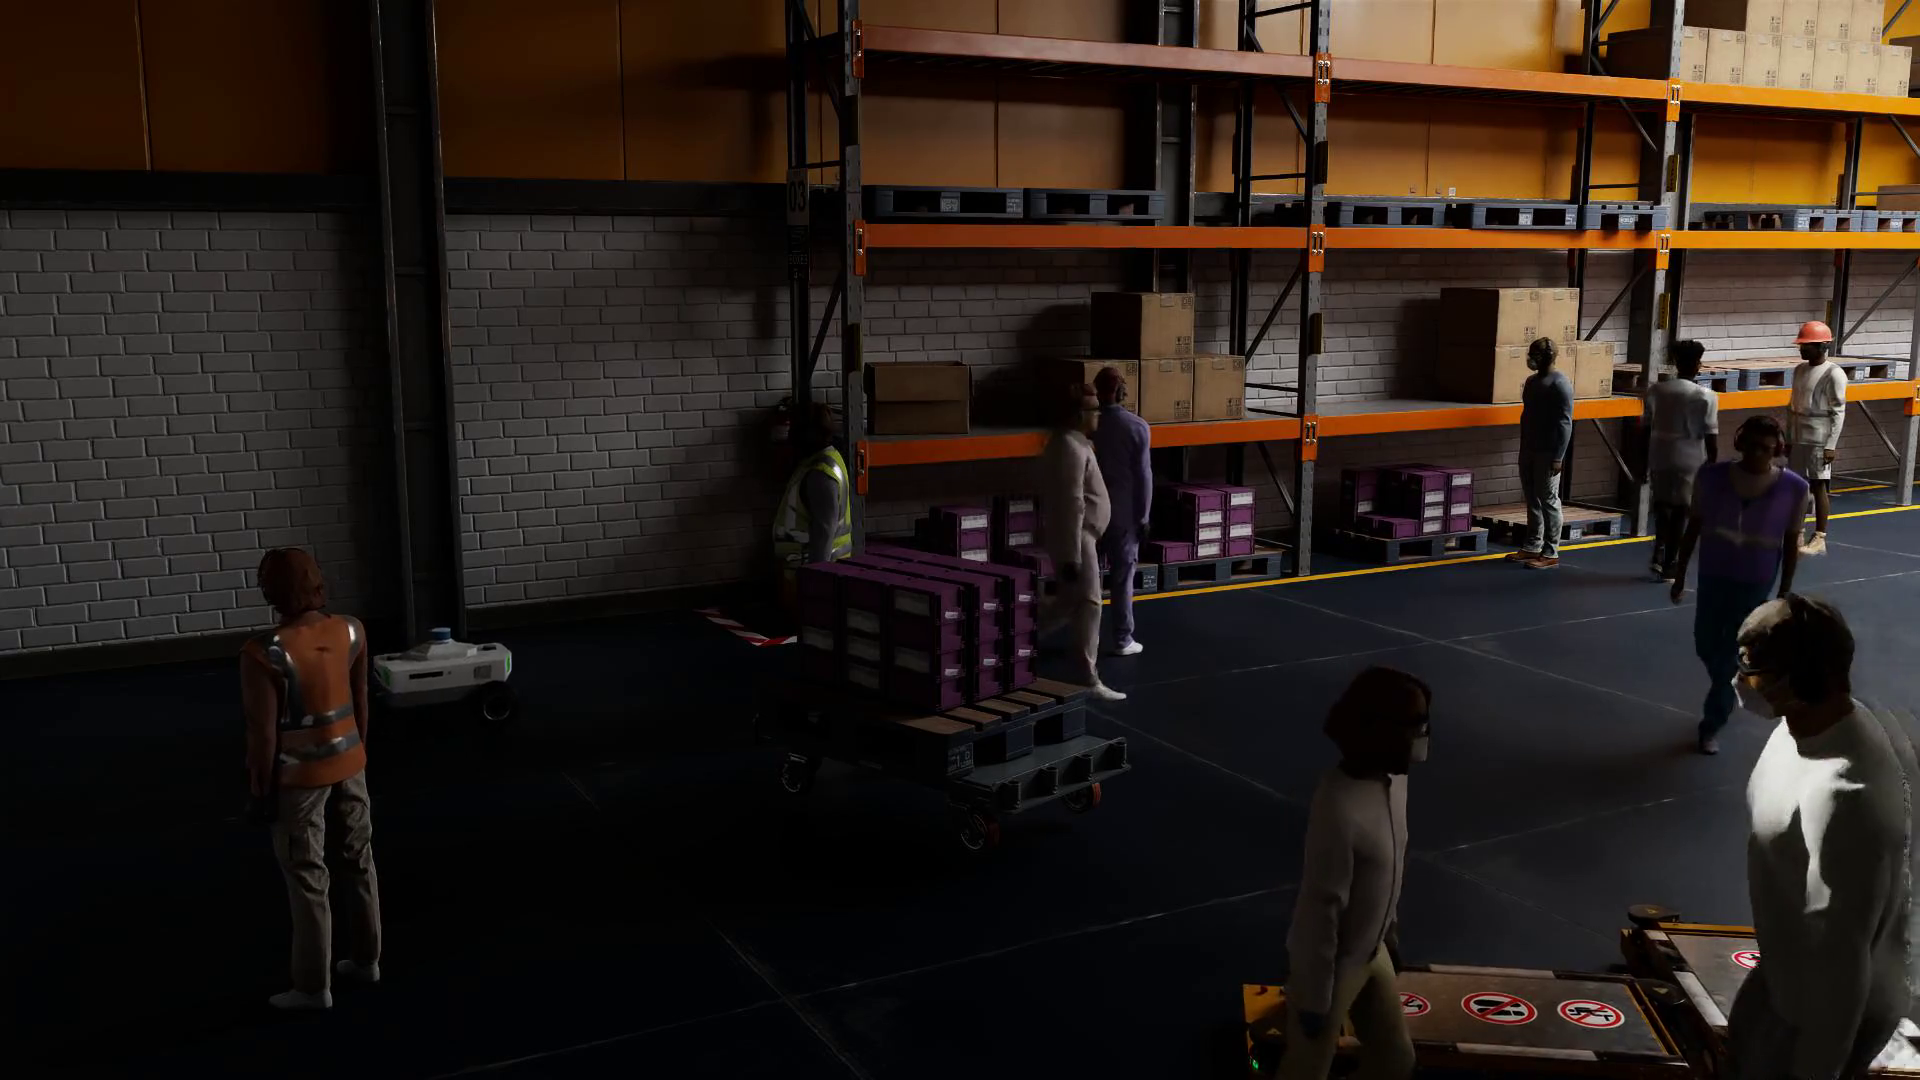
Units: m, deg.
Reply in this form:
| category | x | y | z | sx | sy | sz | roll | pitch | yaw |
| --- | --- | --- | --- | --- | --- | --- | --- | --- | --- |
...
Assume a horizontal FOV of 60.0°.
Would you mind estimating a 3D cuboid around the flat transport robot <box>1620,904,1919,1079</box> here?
| category | x | y | z | sx | sy | sz | roll | pitch | yaw |
| --- | --- | --- | --- | --- | --- | --- | --- | --- | --- |
| flat transport robot | 2.707 | 1.570 | 5.492 | 0.652 | 0.197 | 1.431 | 1 | 10 | 7 |

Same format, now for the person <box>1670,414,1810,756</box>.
| category | x | y | z | sx | sy | sz | roll | pitch | yaw |
| --- | --- | --- | --- | --- | --- | --- | --- | --- | --- |
| person | 4.165 | 0.206 | 8.905 | 0.627 | 1.808 | 0.719 | 6 | 12 | 31 |

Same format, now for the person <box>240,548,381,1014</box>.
| category | x | y | z | sx | sy | sz | roll | pitch | yaw |
| --- | --- | --- | --- | --- | --- | --- | --- | --- | --- |
| person | -2.260 | 0.834 | 5.802 | 0.313 | 1.637 | 0.513 | 5 | 11 | 28 |

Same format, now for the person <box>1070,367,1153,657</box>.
| category | x | y | z | sx | sy | sz | roll | pitch | yaw |
| --- | --- | --- | --- | --- | --- | --- | --- | --- | --- |
| person | 0.973 | -0.183 | 10.918 | 0.632 | 1.899 | 0.401 | 5 | 11 | 28 |

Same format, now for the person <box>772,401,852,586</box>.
| category | x | y | z | sx | sy | sz | roll | pitch | yaw |
| --- | --- | --- | --- | --- | --- | --- | --- | --- | --- |
| person | -0.803 | 0.164 | 9.066 | 0.429 | 1.847 | 0.627 | -1 | 10 | -6 |

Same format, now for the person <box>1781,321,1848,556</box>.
| category | x | y | z | sx | sy | sz | roll | pitch | yaw |
| --- | --- | --- | --- | --- | --- | --- | --- | --- | --- |
| person | 7.398 | -0.880 | 14.503 | 0.396 | 2.042 | 0.611 | -2 | 10 | -10 |

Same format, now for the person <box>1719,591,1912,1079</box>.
| category | x | y | z | sx | sy | sz | roll | pitch | yaw |
| --- | --- | --- | --- | --- | --- | --- | --- | --- | --- |
| person | 2.010 | 1.054 | 3.746 | 0.643 | 1.906 | 0.690 | 4 | 10 | 20 |

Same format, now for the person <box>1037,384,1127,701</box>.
| category | x | y | z | sx | sy | sz | roll | pitch | yaw |
| --- | --- | --- | --- | --- | --- | --- | --- | --- | --- |
| person | 0.593 | 0.021 | 9.794 | 0.713 | 1.888 | 0.651 | 0 | 10 | 0 |

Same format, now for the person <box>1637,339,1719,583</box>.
| category | x | y | z | sx | sy | sz | roll | pitch | yaw |
| --- | --- | --- | --- | --- | --- | --- | --- | --- | --- |
| person | 5.773 | -0.627 | 13.296 | 0.508 | 1.952 | 0.632 | -7 | 12 | -35 |

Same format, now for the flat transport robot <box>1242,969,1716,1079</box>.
| category | x | y | z | sx | sy | sz | roll | pitch | yaw |
| --- | --- | --- | --- | --- | --- | --- | --- | --- | --- |
| flat transport robot | 1.646 | 1.594 | 5.354 | 1.431 | 0.197 | 0.652 | 1 | 10 | 7 |

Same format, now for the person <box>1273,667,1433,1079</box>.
| category | x | y | z | sx | sy | sz | roll | pitch | yaw |
| --- | --- | --- | --- | --- | --- | --- | --- | --- | --- |
| person | 1.008 | 1.103 | 4.332 | 0.378 | 1.611 | 0.515 | 6 | 12 | 33 |

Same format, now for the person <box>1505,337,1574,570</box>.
| category | x | y | z | sx | sy | sz | roll | pitch | yaw |
| --- | --- | --- | --- | --- | --- | --- | --- | --- | --- |
| person | 4.861 | -0.723 | 13.898 | 0.352 | 1.937 | 0.635 | -2 | 10 | -10 |

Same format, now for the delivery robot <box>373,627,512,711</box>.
| category | x | y | z | sx | sy | sz | roll | pitch | yaw |
| --- | --- | --- | --- | --- | --- | --- | --- | --- | --- |
| delivery robot | -2.873 | 0.730 | 9.235 | 0.707 | 0.478 | 0.477 | -5 | 11 | -28 |
